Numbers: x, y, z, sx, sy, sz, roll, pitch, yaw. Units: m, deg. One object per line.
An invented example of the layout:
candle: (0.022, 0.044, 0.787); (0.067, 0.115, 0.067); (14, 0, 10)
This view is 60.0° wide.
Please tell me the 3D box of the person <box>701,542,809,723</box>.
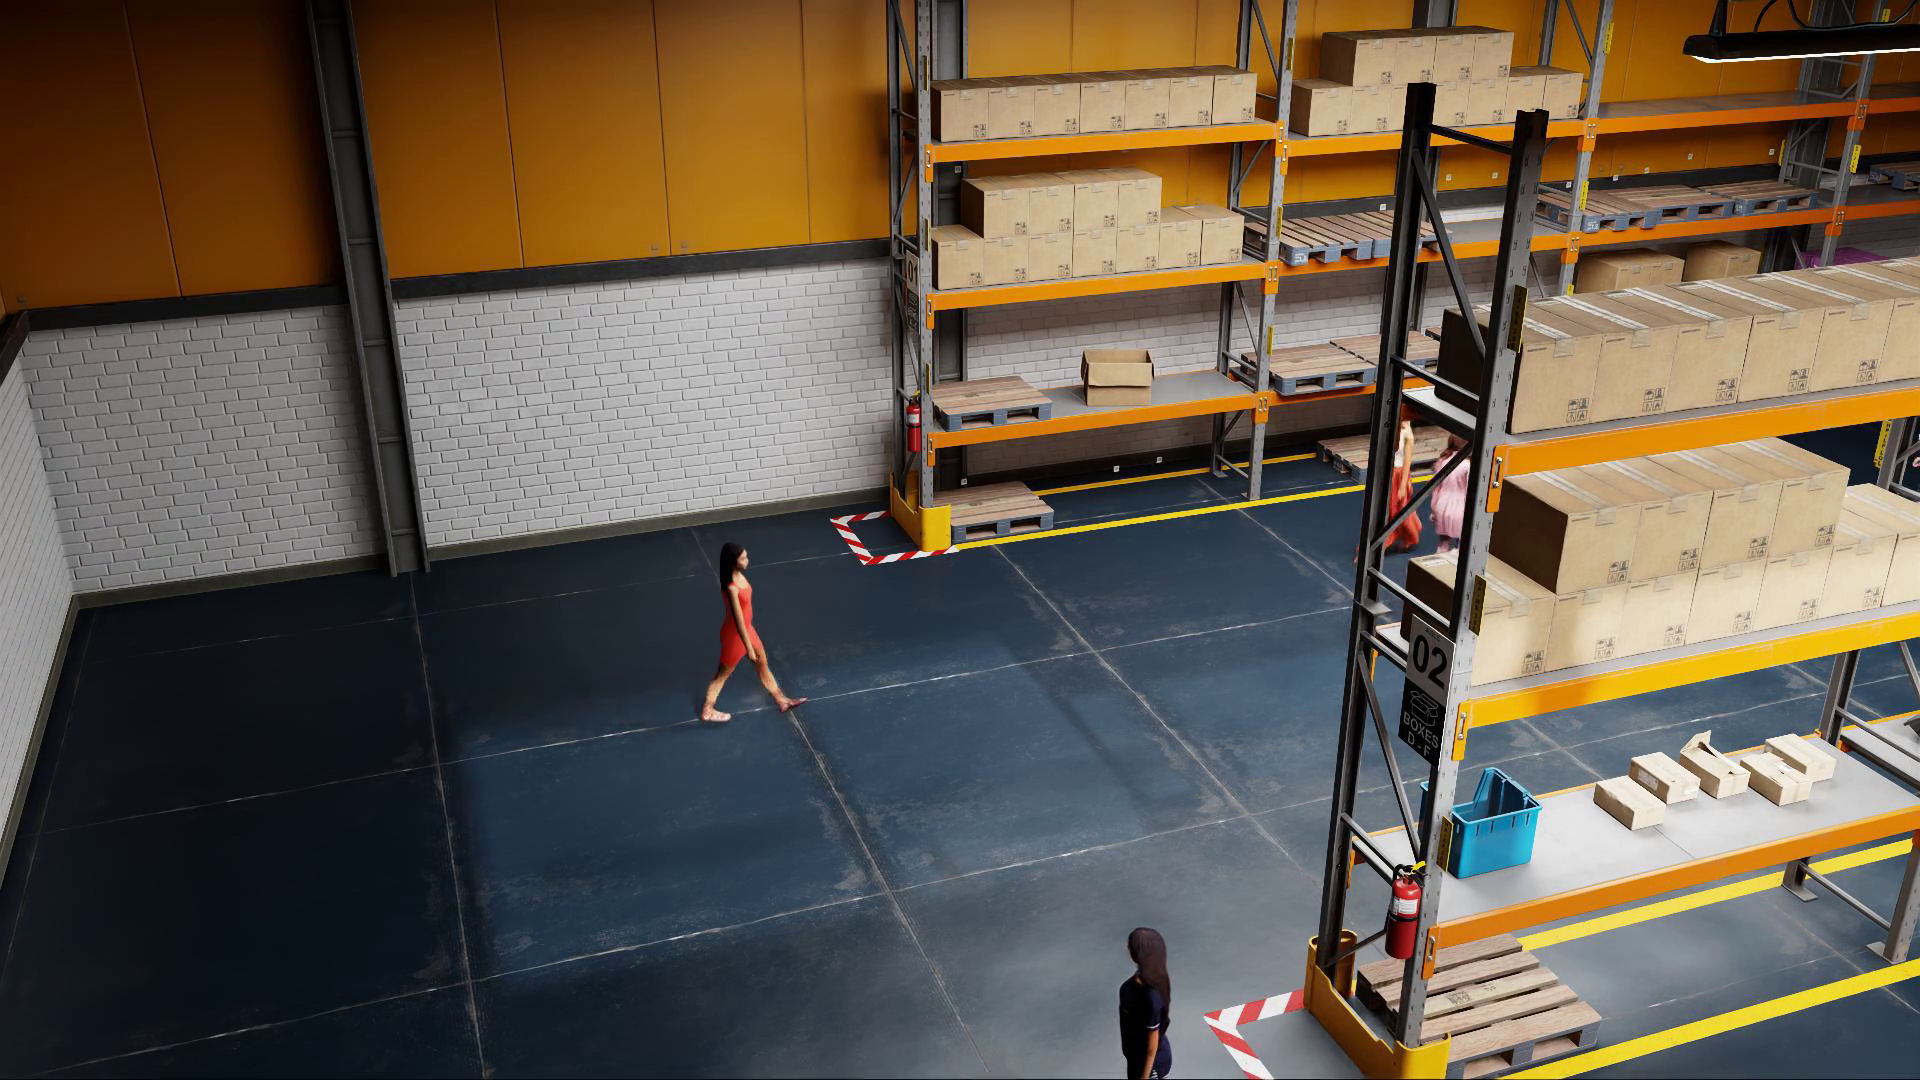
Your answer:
person: (-1.978, 0.851, 14.172); (1.216, 1.657, 0.849); (-1, 24, -3)

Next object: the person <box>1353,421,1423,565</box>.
person: (4.600, -0.619, 17.410); (1.307, 1.758, 0.896); (-17, 29, -33)

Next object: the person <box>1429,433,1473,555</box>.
person: (4.821, -0.212, 16.441); (0.779, 1.789, 0.847); (21, 31, 39)

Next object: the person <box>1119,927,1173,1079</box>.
person: (1.055, 2.910, 9.326); (0.678, 1.766, 0.666); (4, 24, 8)

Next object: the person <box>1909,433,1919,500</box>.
person: (11.247, -1.095, 19.147); (0.899, 1.239, 0.613); (-15, 28, -30)
